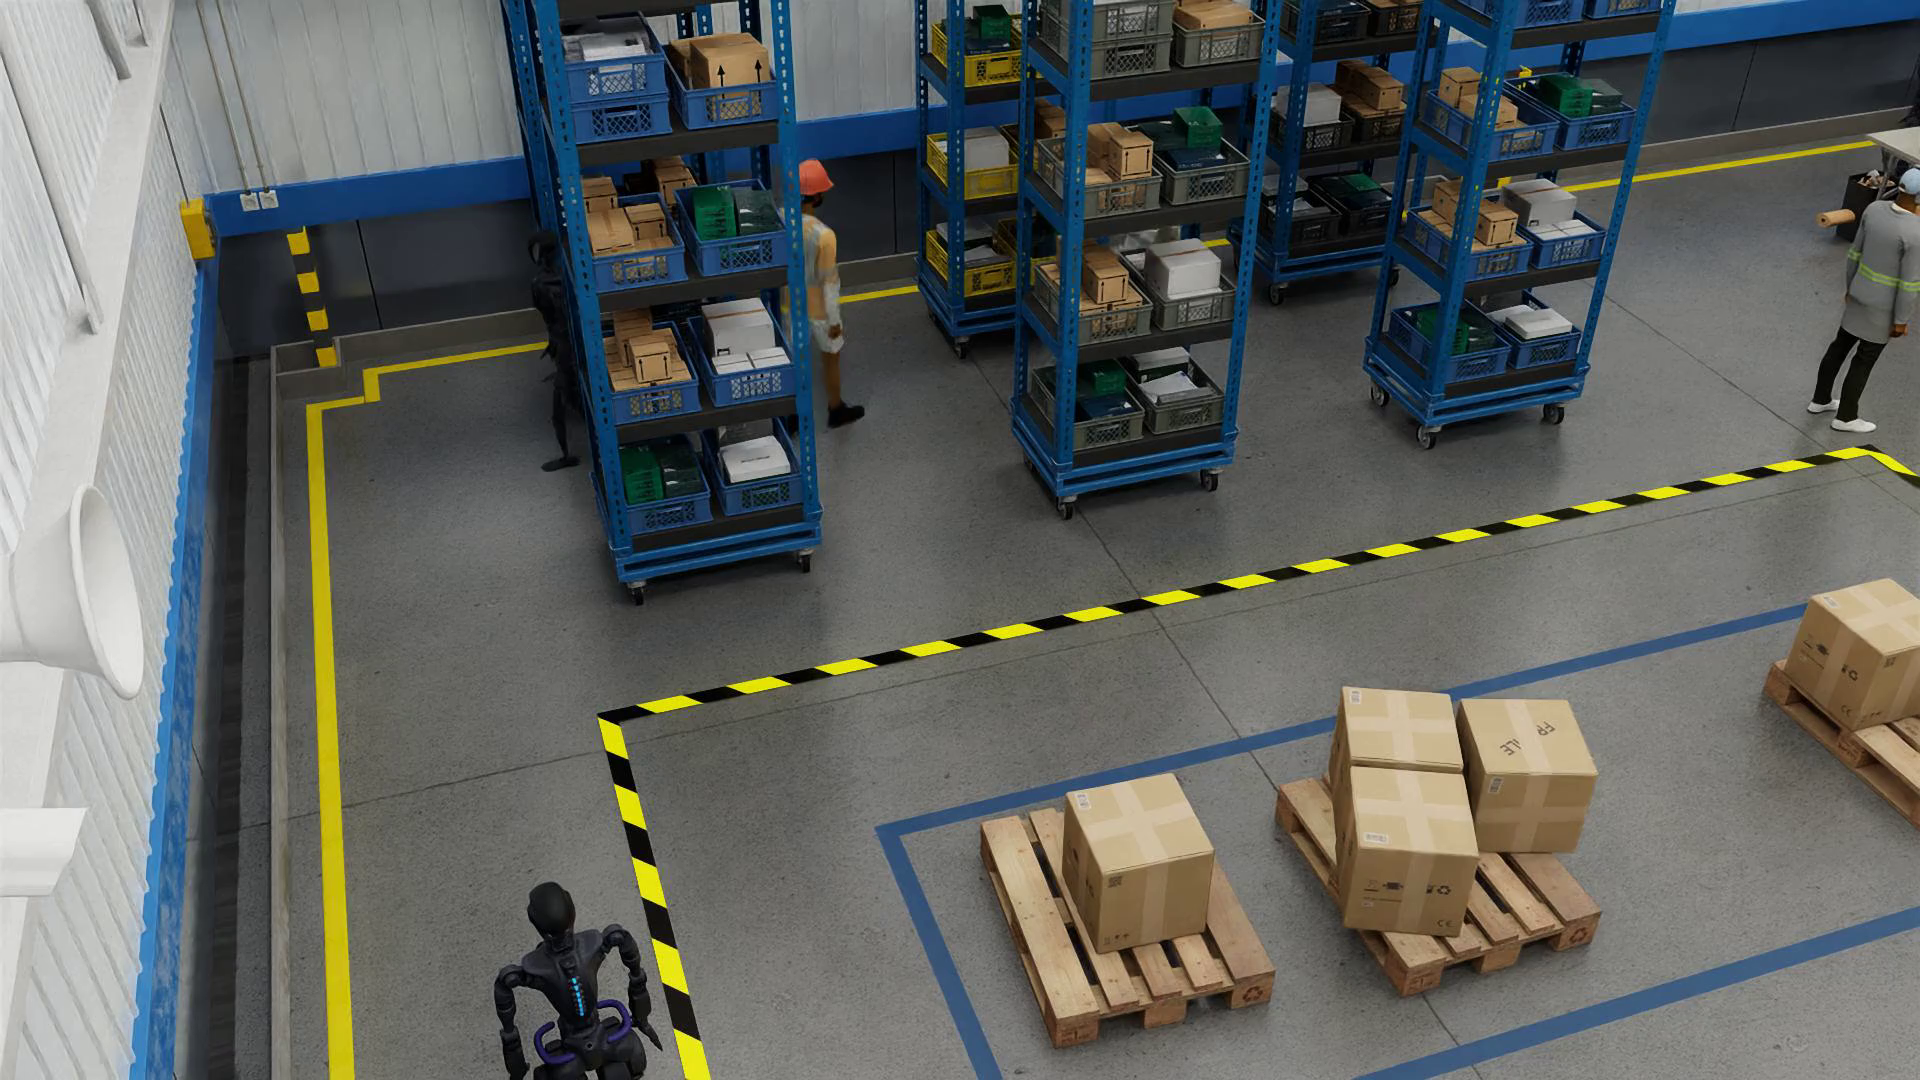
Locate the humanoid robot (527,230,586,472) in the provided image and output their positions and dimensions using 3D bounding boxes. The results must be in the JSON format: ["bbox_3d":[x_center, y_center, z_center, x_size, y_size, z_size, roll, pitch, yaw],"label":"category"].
[{"bbox_3d":[-2.443,-1.208,10.562,0.634,1.636,0.599,-11,37,-15],"label":"humanoid robot"}]

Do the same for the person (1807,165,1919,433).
[{"bbox_3d":[6.034,-1.581,10.923,0.375,1.852,0.588,-8,36,-11],"label":"person"}]

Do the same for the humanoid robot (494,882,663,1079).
[{"bbox_3d":[-1.394,1.892,6.136,0.599,1.659,0.315,-18,39,-23],"label":"humanoid robot"}]

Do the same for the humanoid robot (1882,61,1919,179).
[{"bbox_3d":[7.936,-3.507,13.805,0.364,1.653,0.613,14,38,19],"label":"humanoid robot"}]

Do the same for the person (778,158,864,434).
[{"bbox_3d":[-0.959,-1.559,10.840,0.545,1.946,0.504,25,42,31],"label":"person"}]

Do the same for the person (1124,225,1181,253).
[{"bbox_3d":[1.355,-1.868,11.342,0.469,1.831,0.598,-15,38,-20],"label":"person"}]
